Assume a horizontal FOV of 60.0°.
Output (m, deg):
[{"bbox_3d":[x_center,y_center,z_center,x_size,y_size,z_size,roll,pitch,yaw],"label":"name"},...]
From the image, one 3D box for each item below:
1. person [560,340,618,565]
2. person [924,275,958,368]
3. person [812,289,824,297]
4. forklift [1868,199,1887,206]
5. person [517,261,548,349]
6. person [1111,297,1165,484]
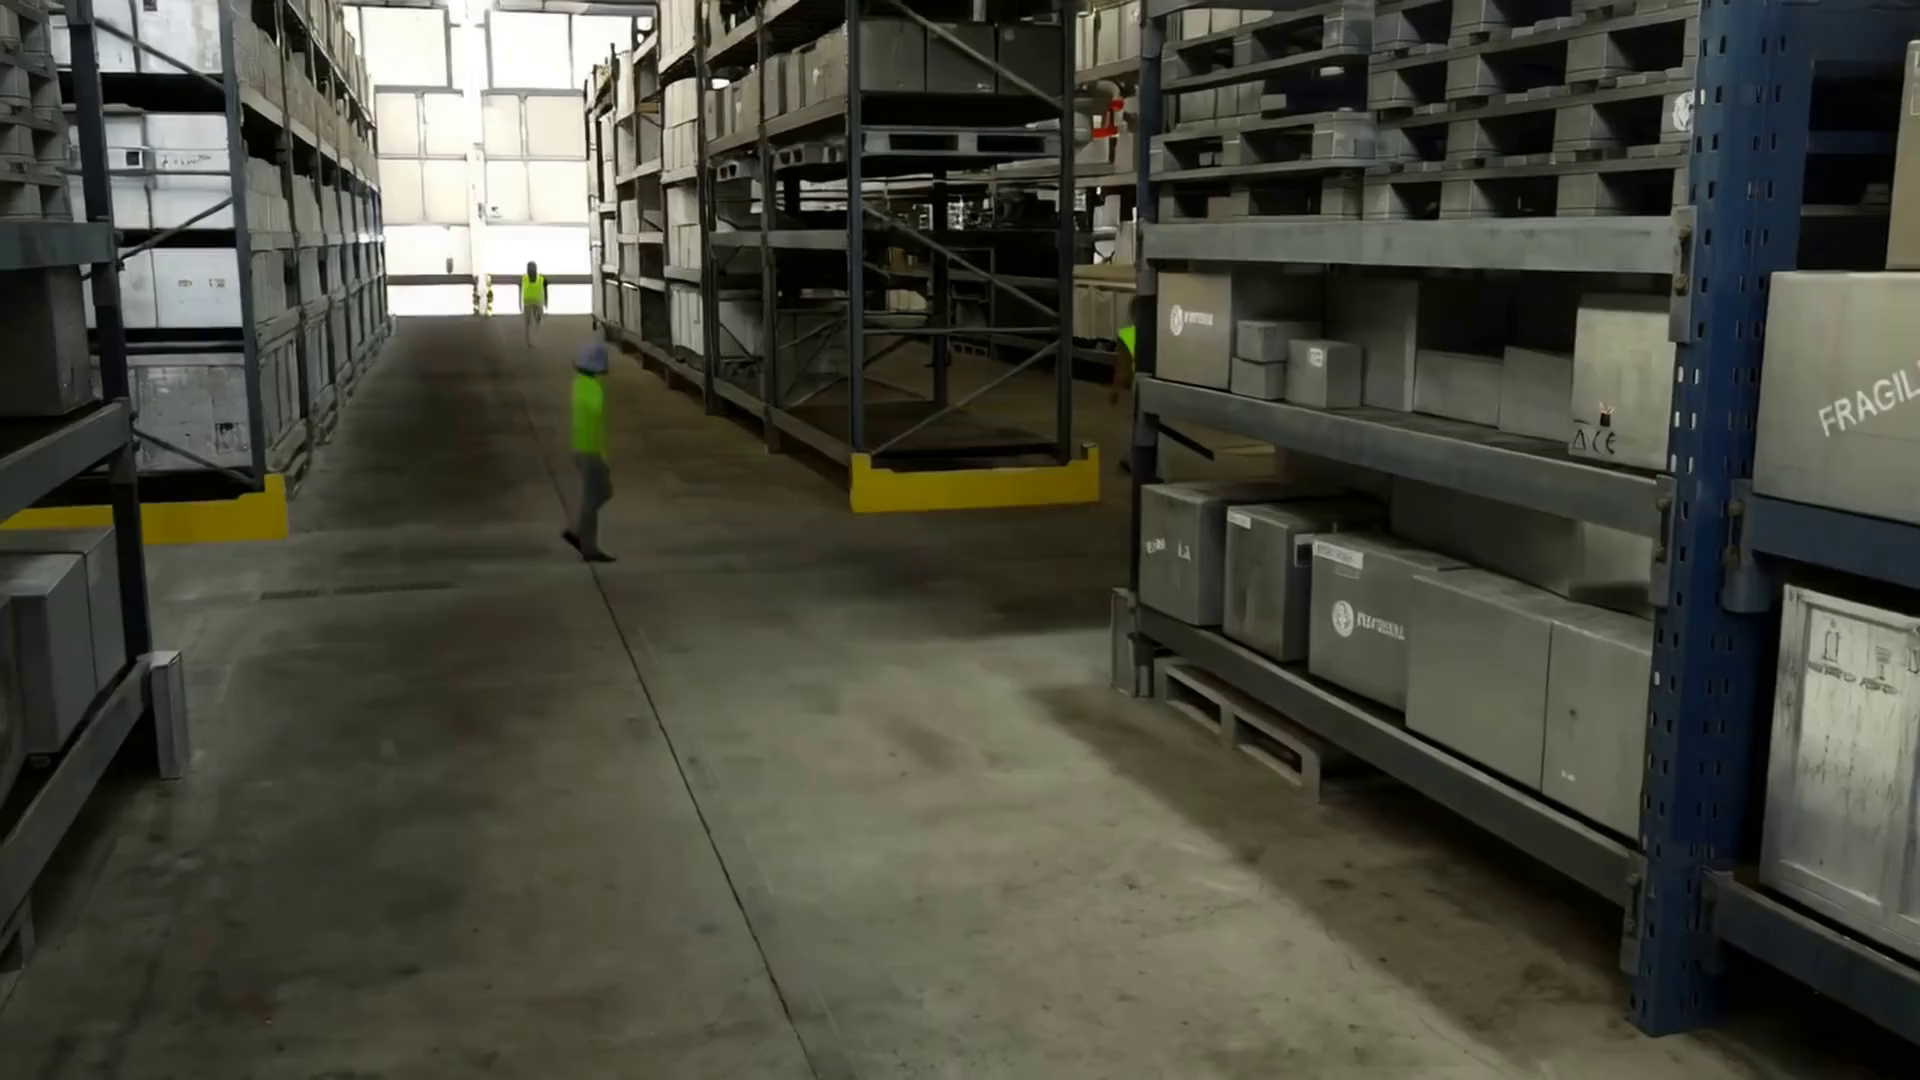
[{"bbox_3d":[-2.618,-0.619,11.919,0.347,1.625,0.500,-4,11,-23],"label":"person"},{"bbox_3d":[-0.371,-4.020,29.802,0.636,1.902,0.405,6,12,30],"label":"person"},{"bbox_3d":[-3.674,-6.404,43.389,0.882,1.712,0.576,-3,11,-17],"label":"person"},{"bbox_3d":[11.338,-2.915,21.052,1.129,2.768,1.873,-3,11,-17],"label":"forklift"},{"bbox_3d":[-8.946,-4.917,34.876,0.626,1.844,0.429,-4,11,-23],"label":"person"},{"bbox_3d":[1.737,-1.438,15.959,0.572,1.781,1.001,-5,11,-25],"label":"person"}]
